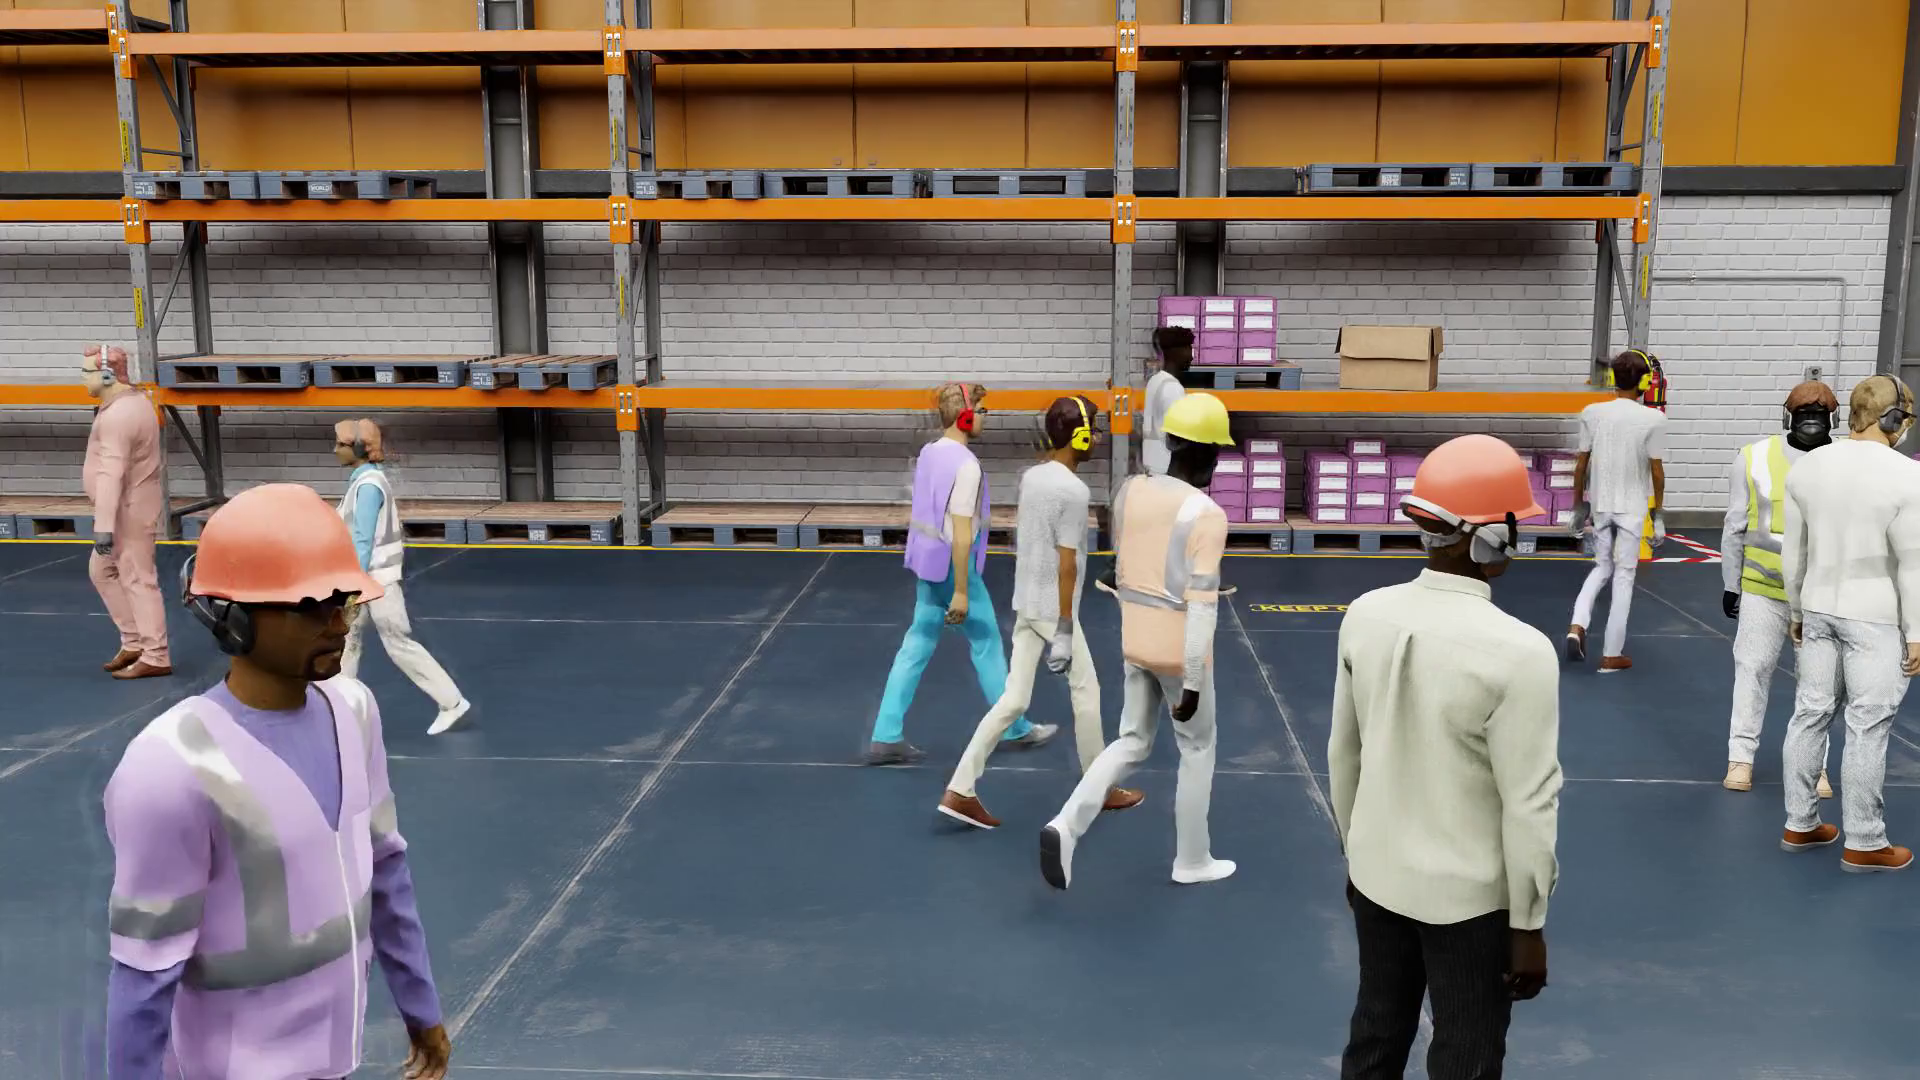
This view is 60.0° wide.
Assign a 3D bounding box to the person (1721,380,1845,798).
[{"bbox_3d":[3.698,0.216,7.357,0.625,1.844,0.429,3,10,19],"label":"person"}]

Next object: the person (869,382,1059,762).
[{"bbox_3d":[-0.012,0.157,7.821,0.979,1.795,0.579,-4,11,-25],"label":"person"}]

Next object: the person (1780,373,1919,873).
[{"bbox_3d":[3.491,0.320,6.484,0.371,1.934,0.627,-4,11,-24],"label":"person"}]

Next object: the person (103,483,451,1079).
[{"bbox_3d":[-1.119,0.891,2.957,1.060,1.987,0.634,2,10,10],"label":"person"}]

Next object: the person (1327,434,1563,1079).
[{"bbox_3d":[1.086,0.758,3.732,0.393,1.995,0.612,-6,11,-29],"label":"person"}]

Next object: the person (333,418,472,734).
[{"bbox_3d":[-2.852,0.197,8.165,0.831,1.603,0.520,-5,11,-26],"label":"person"}]

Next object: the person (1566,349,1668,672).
[{"bbox_3d":[3.757,-0.155,9.486,0.431,1.859,0.505,-9,13,-41],"label":"person"}]

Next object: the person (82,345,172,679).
[{"bbox_3d":[-4.737,-0.143,9.307,0.540,1.887,0.678,-3,10,-18],"label":"person"}]

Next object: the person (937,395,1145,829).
[{"bbox_3d":[0.322,0.305,6.941,0.955,1.818,0.542,-6,11,-30],"label":"person"}]

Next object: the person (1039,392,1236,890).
[{"bbox_3d":[0.703,0.405,6.106,0.795,1.894,0.600,-7,12,-36],"label":"person"}]

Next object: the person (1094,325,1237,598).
[{"bbox_3d":[1.414,-0.533,11.528,1.009,1.921,0.622,0,10,-2],"label":"person"}]
